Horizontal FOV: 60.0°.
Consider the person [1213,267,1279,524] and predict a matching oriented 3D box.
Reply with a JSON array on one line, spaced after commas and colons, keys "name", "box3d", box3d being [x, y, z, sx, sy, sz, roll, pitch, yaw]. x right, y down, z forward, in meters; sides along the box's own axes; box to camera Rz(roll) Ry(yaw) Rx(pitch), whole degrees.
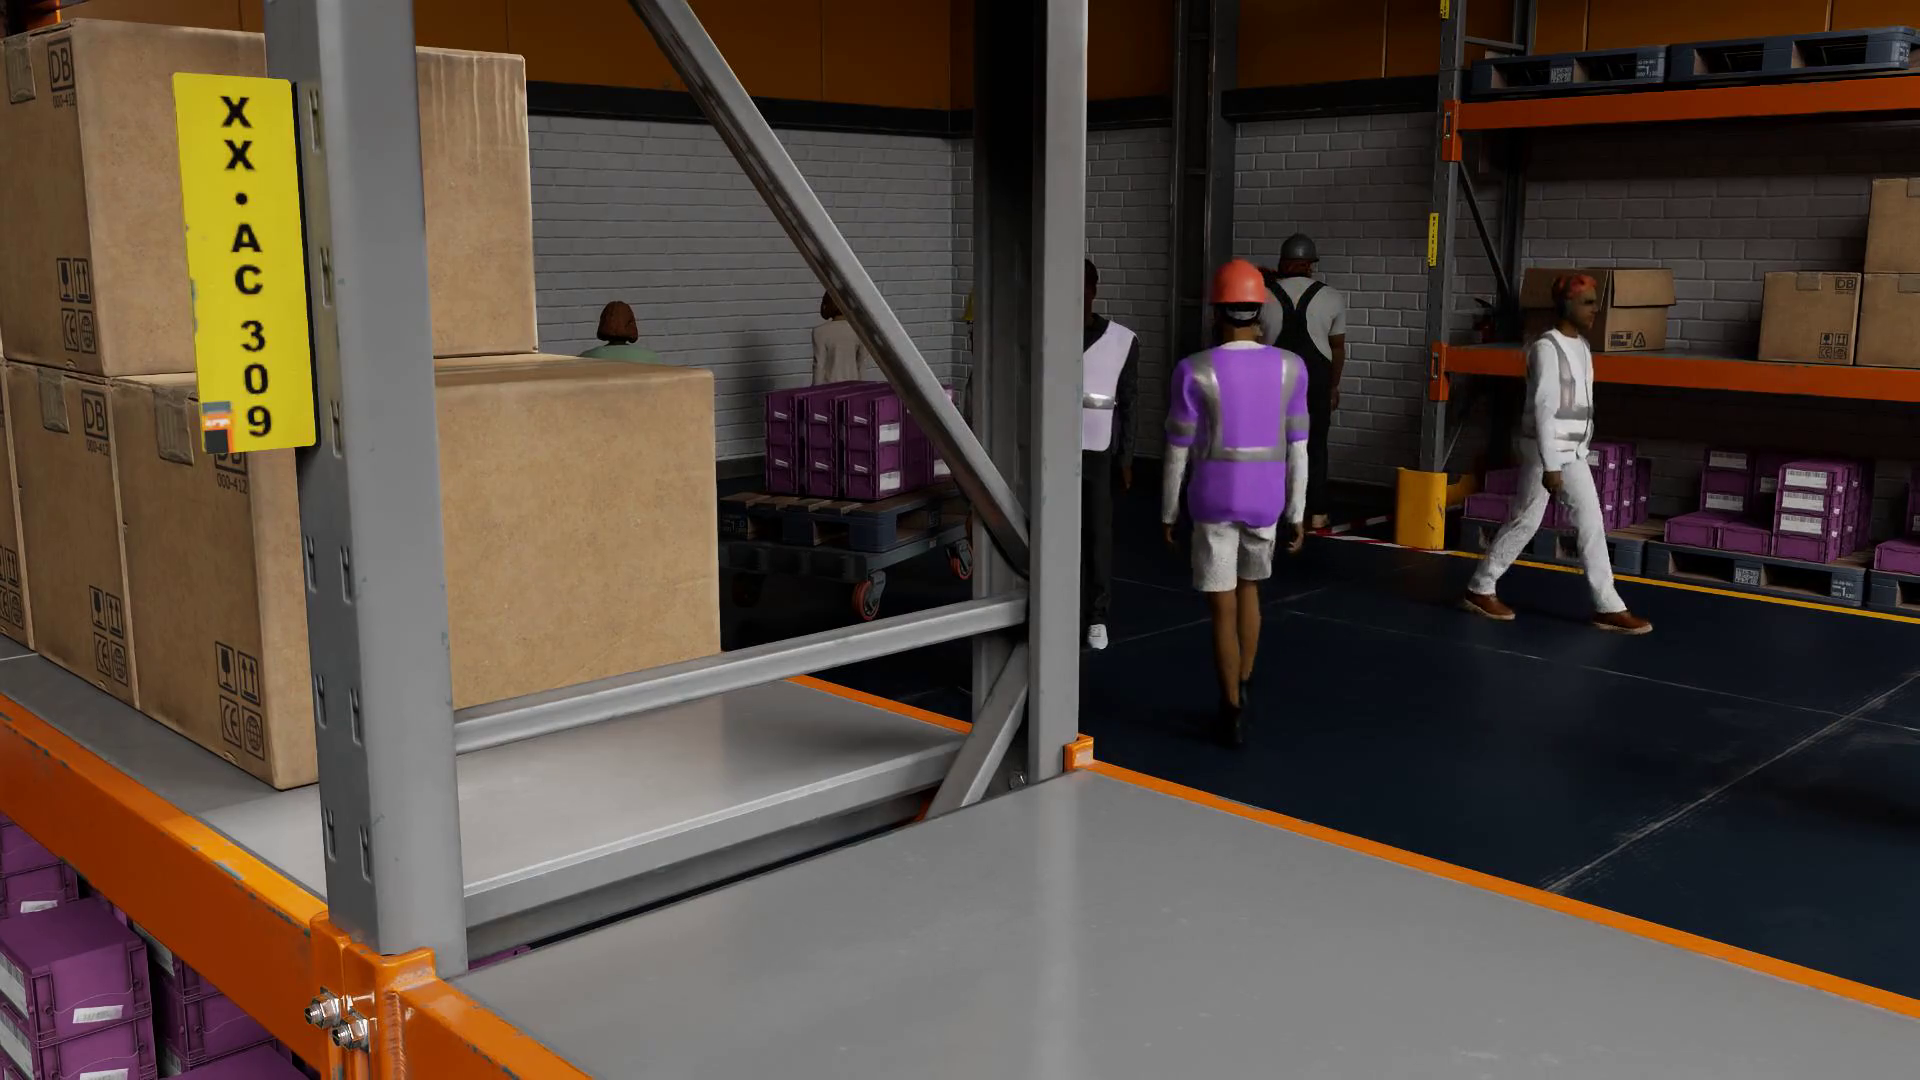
[{"name": "person", "box3d": [2.062, -1.053, 11.935, 0.657, 1.811, 0.844, -5, 12, -27]}]

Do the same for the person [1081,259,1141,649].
[{"name": "person", "box3d": [0.582, -0.423, 8.183, 0.590, 1.919, 0.397, 3, 11, 17]}]

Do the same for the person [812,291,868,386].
[{"name": "person", "box3d": [-0.932, -1.138, 12.865, 0.497, 1.632, 0.289, -8, 13, -37]}]

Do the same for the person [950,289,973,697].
[{"name": "person", "box3d": [0.161, -0.218, 7.308, 0.403, 1.827, 0.600, 4, 11, 22]}]

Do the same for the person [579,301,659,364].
[{"name": "person", "box3d": [-2.024, -0.610, 9.980, 0.497, 1.634, 0.279, -1, 10, -4]}]

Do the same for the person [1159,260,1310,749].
[{"name": "person", "box3d": [1.066, -0.150, 6.686, 0.567, 1.918, 0.652, -2, 11, -10]}]

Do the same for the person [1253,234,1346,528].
[{"name": "person", "box3d": [2.321, -1.106, 11.576, 0.682, 2.000, 0.536, 2, 11, 13]}]

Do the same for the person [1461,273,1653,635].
[{"name": "person", "box3d": [3.084, -0.451, 8.581, 0.594, 1.853, 0.856, -10, 15, -44]}]
